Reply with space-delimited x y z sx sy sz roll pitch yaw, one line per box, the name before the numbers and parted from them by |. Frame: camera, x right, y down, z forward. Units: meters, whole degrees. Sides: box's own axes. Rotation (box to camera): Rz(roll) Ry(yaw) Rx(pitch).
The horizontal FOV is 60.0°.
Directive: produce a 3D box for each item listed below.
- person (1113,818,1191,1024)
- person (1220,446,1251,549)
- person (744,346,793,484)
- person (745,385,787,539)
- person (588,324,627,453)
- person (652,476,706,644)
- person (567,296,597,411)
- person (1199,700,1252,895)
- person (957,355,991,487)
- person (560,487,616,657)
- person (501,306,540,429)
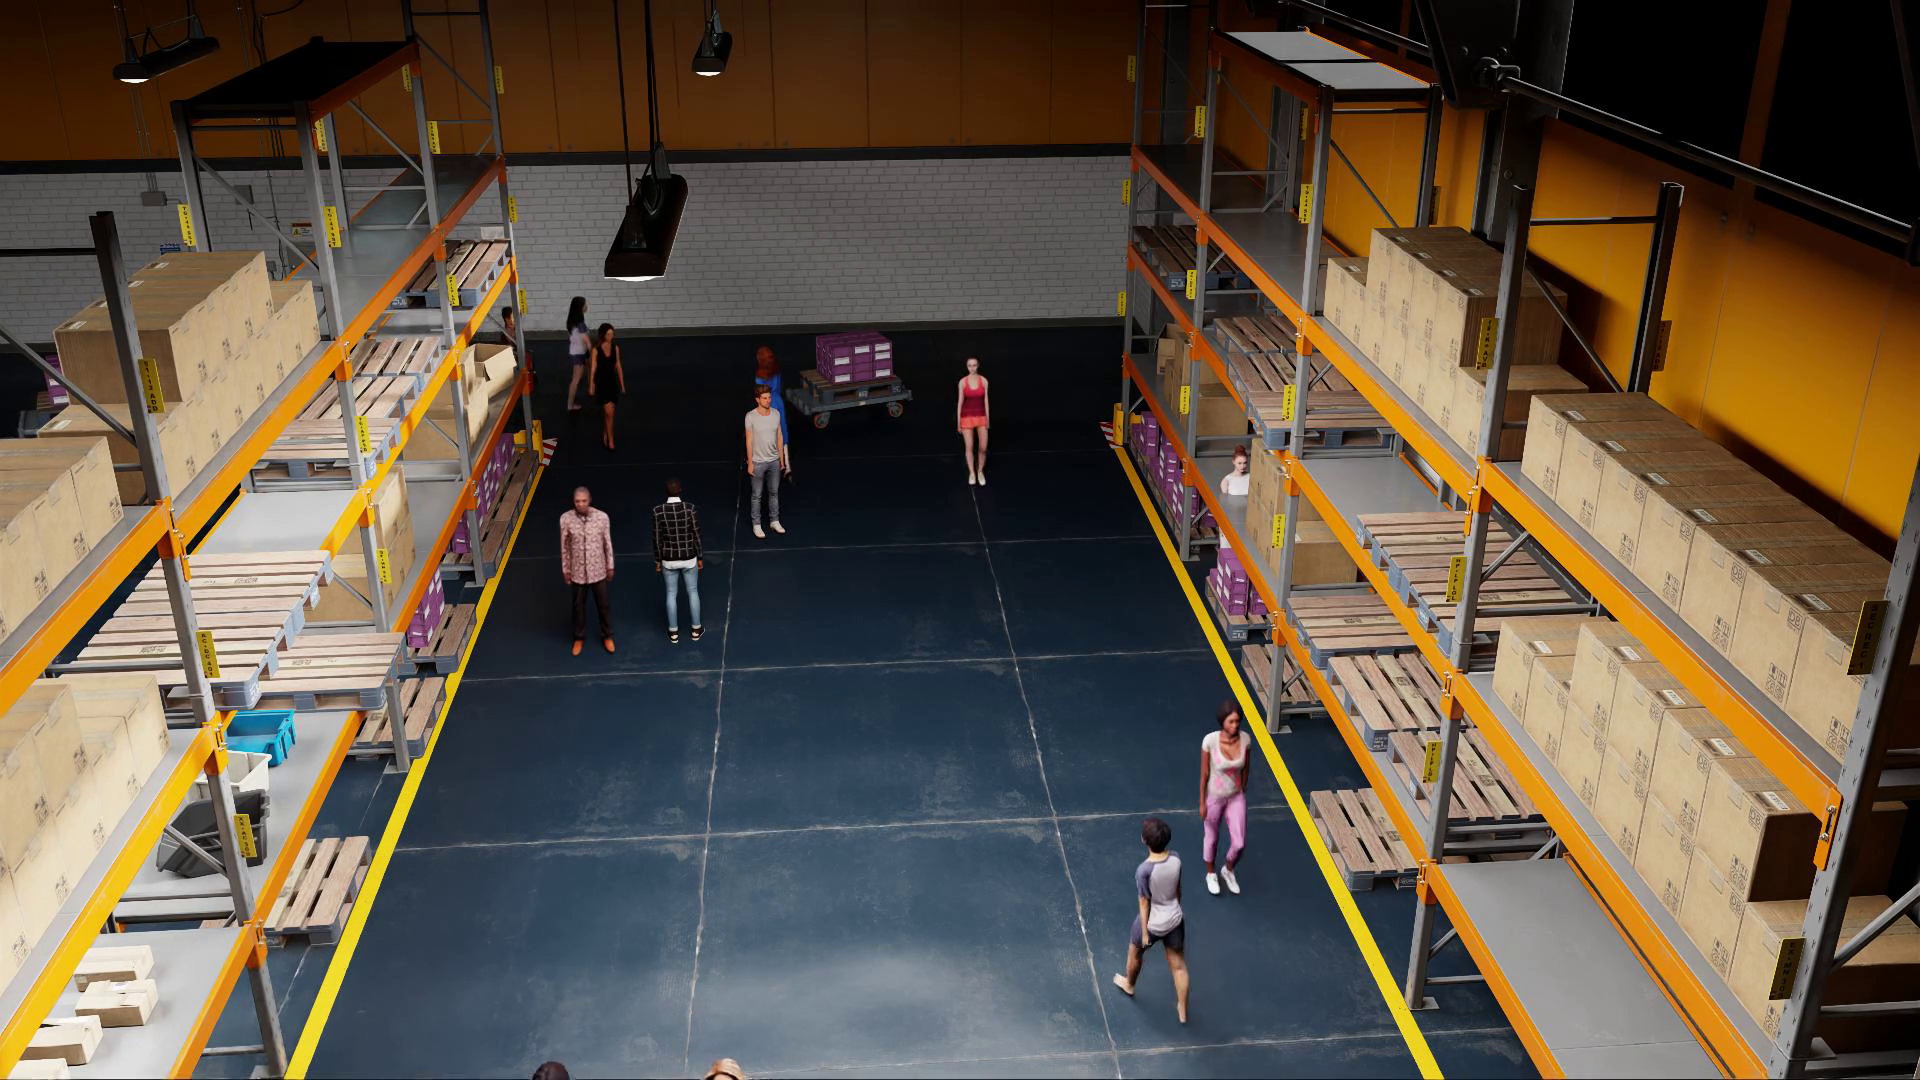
person | 1.457 2.737 11.849 0.818 1.522 0.999 -12 26 -26
person | 3.015 -0.183 18.191 0.583 1.793 0.546 -6 24 -13
person | -2.374 -1.581 21.403 1.044 1.781 1.173 -21 31 -39
person | -2.337 -0.966 19.852 0.726 1.896 0.723 -15 28 -30
person | -4.826 -2.047 22.430 0.779 1.812 0.838 -18 30 -36
person | -2.924 0.198 17.284 0.678 1.821 0.581 -4 24 -10
person | -5.579 -2.669 24.026 0.925 1.674 0.997 -15 28 -30
person | 2.060 2.017 13.237 0.559 1.729 0.596 -2 24 -5
person | 0.176 -1.570 21.431 0.577 1.739 0.629 -1 24 -3
person | -3.817 0.291 17.086 0.706 1.809 0.622 -5 24 -11
person | -6.314 -2.416 23.339 0.724 1.761 0.537 -4 24 -10
